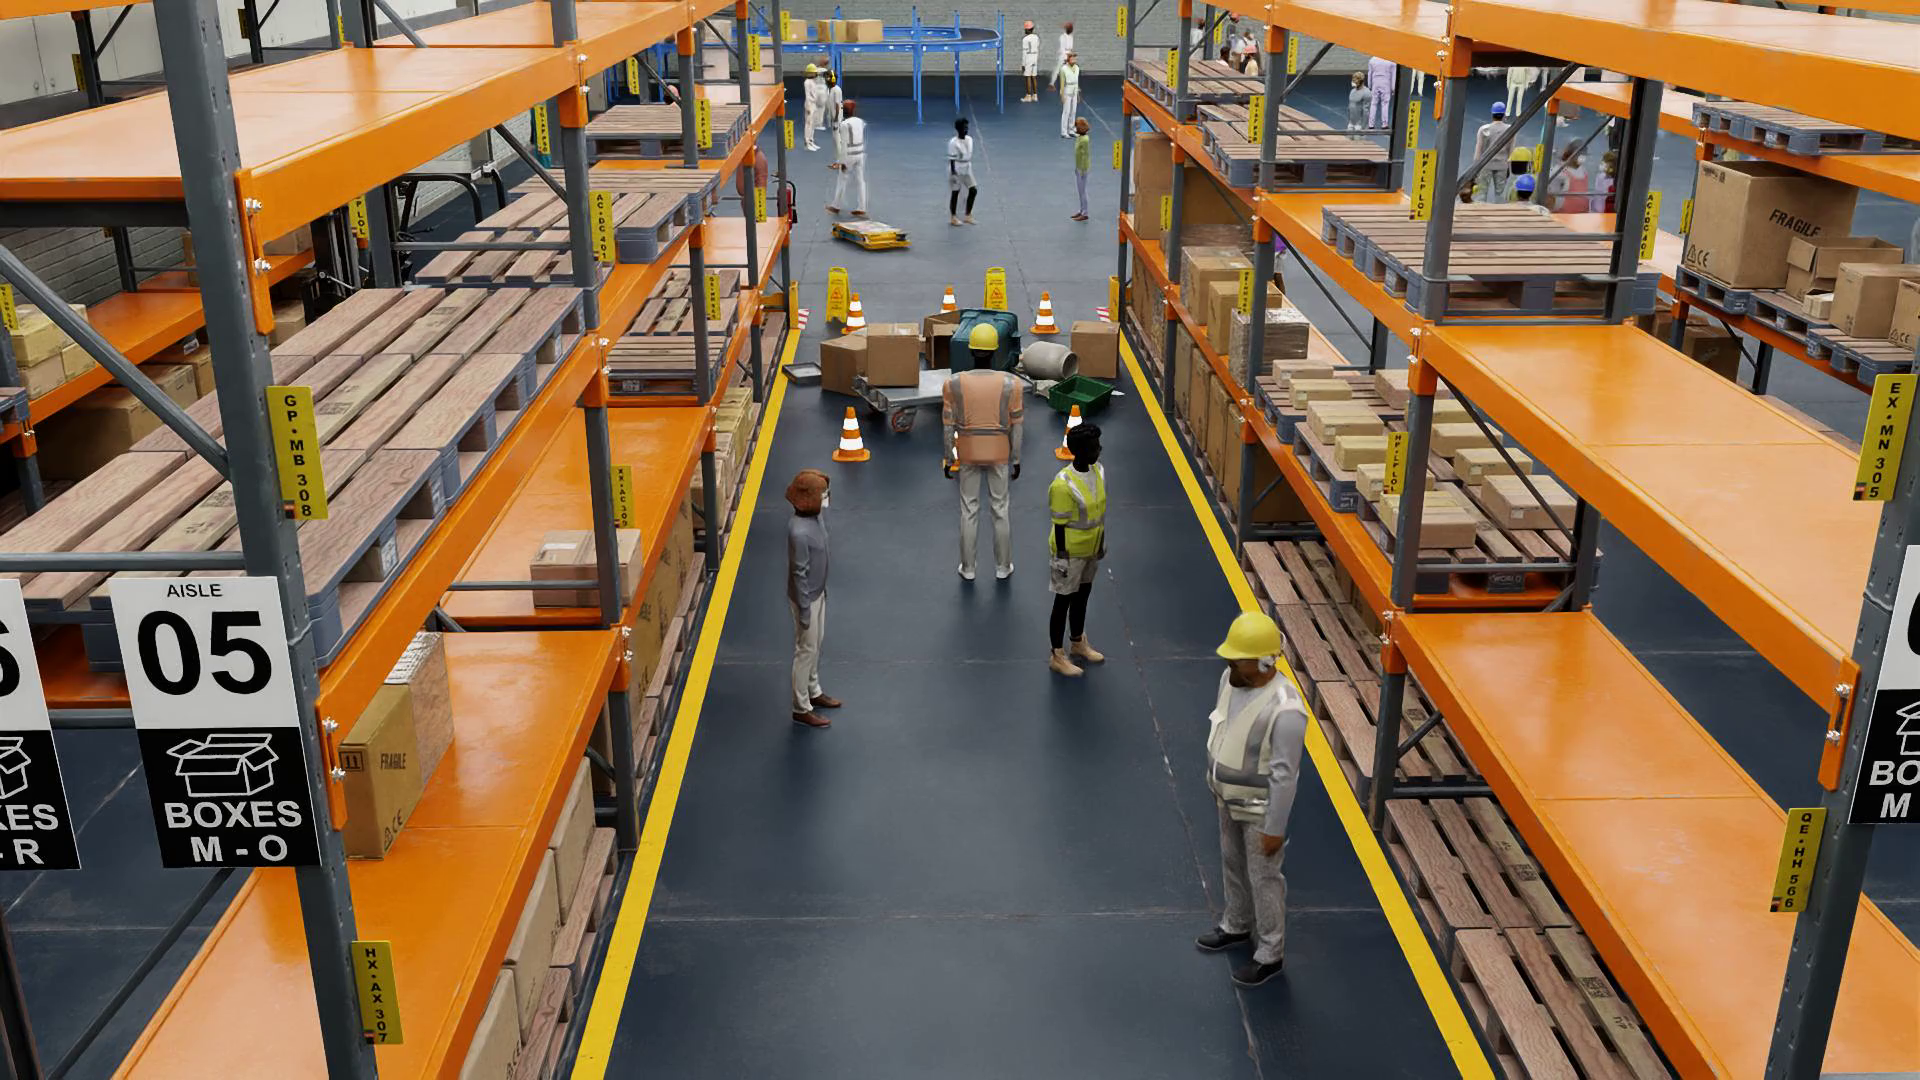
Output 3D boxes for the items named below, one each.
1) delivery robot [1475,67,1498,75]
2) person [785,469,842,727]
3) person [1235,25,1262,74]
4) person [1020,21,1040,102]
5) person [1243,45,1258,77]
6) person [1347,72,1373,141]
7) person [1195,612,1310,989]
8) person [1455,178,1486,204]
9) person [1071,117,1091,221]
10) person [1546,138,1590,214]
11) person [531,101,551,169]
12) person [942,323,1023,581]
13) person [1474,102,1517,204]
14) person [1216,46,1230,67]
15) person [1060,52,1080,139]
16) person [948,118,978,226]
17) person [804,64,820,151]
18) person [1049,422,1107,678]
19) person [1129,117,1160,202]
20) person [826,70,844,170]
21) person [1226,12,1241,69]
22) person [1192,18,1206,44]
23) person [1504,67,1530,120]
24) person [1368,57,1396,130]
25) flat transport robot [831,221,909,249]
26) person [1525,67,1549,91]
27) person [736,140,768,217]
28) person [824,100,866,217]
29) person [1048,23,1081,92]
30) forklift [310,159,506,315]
[{"bbox_3d":[15.569,-13.954,49.172,0.477,0.478,0.707,-9,22,-21],"label":"delivery robot"},{"bbox_3d":[-0.897,0.342,10.032,0.287,1.623,0.507,2,21,6],"label":"person"},{"bbox_3d":[7.375,-12.222,42.658,0.685,2.000,0.991,-14,25,-33],"label":"person"},{"bbox_3d":[1.799,-12.415,43.187,0.398,2.037,0.601,16,26,36],"label":"person"},{"bbox_3d":[6.395,-9.985,36.890,0.374,1.935,0.552,2,21,4],"label":"person"},{"bbox_3d":[7.358,-7.684,30.829,0.383,1.929,0.634,-7,22,-19],"label":"person"},{"bbox_3d":[1.320,1.167,7.581,0.404,1.823,0.593,-8,22,-21],"label":"person"},{"bbox_3d":[5.985,-3.419,19.697,0.509,1.833,0.950,11,24,28],"label":"person"},{"bbox_3d":[1.947,-5.935,26.625,0.279,1.628,0.505,-2,21,-6],"label":"person"},{"bbox_3d":[7.889,-4.195,21.443,0.699,2.000,1.006,-16,26,-37],"label":"person"},{"bbox_3d":[-7.464,-7.228,29.750,0.513,1.840,0.348,15,25,34],"label":"person"},{"bbox_3d":[0.163,-0.630,12.176,0.589,1.928,0.384,1,21,1],"label":"person"},{"bbox_3d":[8.300,-5.823,25.896,0.603,1.938,0.426,1,21,3],"label":"person"},{"bbox_3d":[5.752,-9.933,36.797,0.400,1.908,0.599,-6,22,-16],"label":"person"},{"bbox_3d":[2.379,-9.698,36.281,0.397,1.833,0.573,17,27,38],"label":"person"},{"bbox_3d":[0.063,-5.738,26.010,0.572,1.674,0.557,18,27,40],"label":"person"},{"bbox_3d":[-3.069,-8.975,34.489,0.324,1.742,0.492,4,21,10],"label":"person"},{"bbox_3d":[0.757,0.051,10.705,0.319,1.693,0.535,15,25,34],"label":"person"},{"bbox_3d":[3.105,-6.703,28.363,0.626,1.838,0.430,-6,22,-16],"label":"person"},{"bbox_3d":[-2.402,-8.058,31.915,0.328,1.861,0.499,-6,22,-15],"label":"person"},{"bbox_3d":[7.792,-14.053,47.495,0.379,2.041,0.616,0,21,1],"label":"person"},{"bbox_3d":[6.796,-13.875,47.275,0.598,1.859,0.600,12,24,28],"label":"person"},{"bbox_3d":[13.231,-10.798,39.462,0.499,1.632,0.285,6,22,16],"label":"person"},{"bbox_3d":[9.577,-10.295,37.743,0.651,1.913,0.410,12,24,28],"label":"person"},{"bbox_3d":[-1.363,-4.603,24.983,0.652,0.197,1.431,-10,23,-26],"label":"flat transport robot"},{"bbox_3d":[16.014,-13.253,45.832,0.668,1.717,0.488,-7,22,-19],"label":"person"},{"bbox_3d":[-2.881,-4.683,22.927,0.404,1.903,0.636,-11,23,-26],"label":"person"},{"bbox_3d":[-1.858,-6.184,26.956,0.869,1.850,0.605,15,26,35],"label":"person"},{"bbox_3d":[2.875,-13.302,45.809,1.022,1.837,0.579,18,27,39],"label":"person"},{"bbox_3d":[-5.622,-2.910,17.832,2.313,2.155,1.214,-1,21,-1],"label":"forklift"}]
